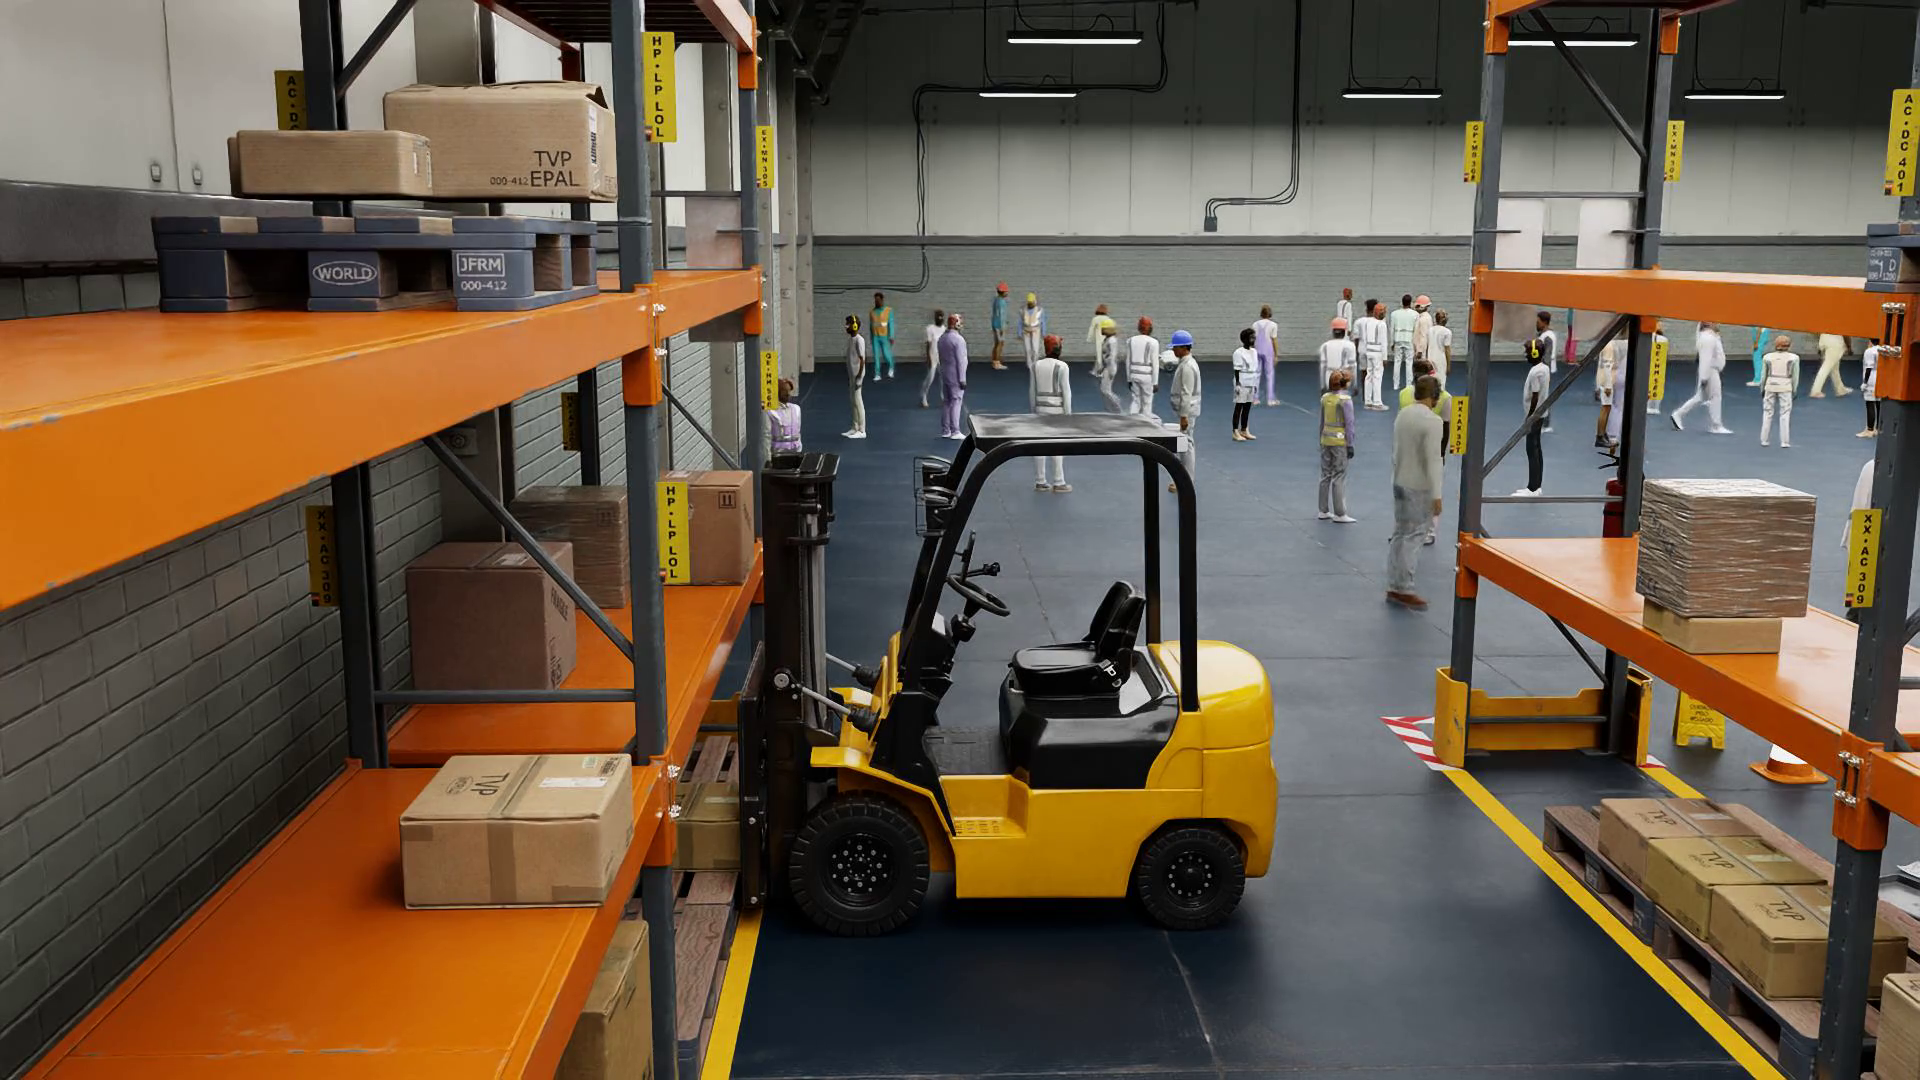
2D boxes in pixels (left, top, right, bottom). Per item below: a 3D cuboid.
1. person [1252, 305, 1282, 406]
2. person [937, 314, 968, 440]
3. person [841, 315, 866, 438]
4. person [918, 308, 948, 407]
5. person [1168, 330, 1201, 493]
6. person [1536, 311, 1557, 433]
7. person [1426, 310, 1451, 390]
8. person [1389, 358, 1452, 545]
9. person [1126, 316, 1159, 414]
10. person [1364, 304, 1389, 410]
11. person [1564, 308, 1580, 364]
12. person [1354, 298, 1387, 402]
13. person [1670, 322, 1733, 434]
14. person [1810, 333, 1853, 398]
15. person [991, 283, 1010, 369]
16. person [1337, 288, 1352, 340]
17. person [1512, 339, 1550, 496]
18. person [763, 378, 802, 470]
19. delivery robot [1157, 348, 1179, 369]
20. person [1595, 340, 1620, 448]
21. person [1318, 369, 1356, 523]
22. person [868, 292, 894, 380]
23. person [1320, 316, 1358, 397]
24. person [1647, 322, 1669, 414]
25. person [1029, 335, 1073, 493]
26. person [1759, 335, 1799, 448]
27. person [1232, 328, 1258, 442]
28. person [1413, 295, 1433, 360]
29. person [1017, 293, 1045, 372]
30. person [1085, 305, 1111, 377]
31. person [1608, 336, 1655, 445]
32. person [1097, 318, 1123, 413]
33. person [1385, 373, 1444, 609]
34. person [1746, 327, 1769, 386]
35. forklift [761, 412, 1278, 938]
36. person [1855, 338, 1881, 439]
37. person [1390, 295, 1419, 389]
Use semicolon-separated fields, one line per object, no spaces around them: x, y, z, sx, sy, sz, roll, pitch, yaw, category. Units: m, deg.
5.594;-3.356;30.346;0.581;1.836;0.412;8;13;38;person
-0.086;-2.468;25.223;0.402;1.900;0.641;-6;12;-30;person
-1.620;-2.489;25.401;0.317;1.870;0.531;-4;11;-21;person
-0.447;-3.252;29.842;0.519;1.814;0.902;-7;12;-32;person
2.675;-1.533;19.894;0.416;1.940;0.611;1;10;8;person
9.132;-2.625;26.041;0.379;1.916;0.601;2;10;11;person
8.111;-2.981;28.239;0.338;1.838;0.506;-7;12;-33;person
4.578;-0.878;16.494;0.566;1.846;0.389;9;14;43;person
2.721;-2.400;24.903;0.582;1.876;0.520;10;14;43;person
7.428;-3.261;29.652;0.354;1.887;0.573;-4;11;-21;person
15.058;-5.278;40.633;0.405;1.987;0.620;0;10;0;person
7.597;-3.509;30.870;0.614;1.944;0.626;5;11;25;person
11.660;-2.606;26.040;0.857;1.881;0.651;4;11;22;person
16.804;-3.749;31.947;1.037;2.000;0.680;-1;10;-6;person
0.965;-5.020;39.067;0.420;2.032;0.618;-3;11;-14;person
9.204;-5.077;39.806;0.362;1.878;0.584;-3;10;-14;person
6.702;-1.421;19.474;0.329;1.864;0.508;6;12;30;person
-1.774;-0.800;16.635;0.307;1.640;0.521;8;13;38;person
4.798;-4.175;38.188;0.707;0.478;0.477;-8;13;-40;delivery robot
9.486;-2.304;24.222;0.393;1.927;0.550;5;11;25;person
4.026;-1.006;17.775;0.311;1.642;0.514;-5;11;-25;person
-1.694;-4.416;36.054;0.611;1.901;0.572;4;11;21;person
5.454;-2.283;24.128;0.553;1.916;0.802;10;14;43;person
12.149;-3.012;29.057;0.539;1.594;0.430;-4;11;-20;person
1.092;-1.504;19.871;0.573;1.886;0.354;8;13;38;person
11.922;-2.157;24.229;0.518;1.633;0.313;8;13;38;person
4.296;-2.332;25.010;0.316;1.696;0.542;9;14;41;person
8.557;-3.525;30.824;0.379;1.996;0.609;4;11;20;person
1.609;-4.725;38.048;0.631;1.798;0.814;2;10;12;person
3.049;-4.419;36.933;0.504;1.597;0.684;-8;13;-39;person
9.738;-2.377;24.302;0.688;2.000;0.535;1;10;8;person
2.440;-2.805;27.543;0.407;1.735;0.505;0;10;-2;person
3.764;-0.410;13.687;0.401;1.924;0.678;-3;11;-15;person
16.607;-4.112;34.554;0.339;1.833;0.521;7;12;33;person
0.291;0.548;7.580;2.313;2.155;1.214;0;10;-2;forklift
13.920;-2.388;25.318;0.531;1.697;0.322;-6;12;-29;person
9.018;-4.006;33.719;0.594;1.919;0.388;6;12;31;person
